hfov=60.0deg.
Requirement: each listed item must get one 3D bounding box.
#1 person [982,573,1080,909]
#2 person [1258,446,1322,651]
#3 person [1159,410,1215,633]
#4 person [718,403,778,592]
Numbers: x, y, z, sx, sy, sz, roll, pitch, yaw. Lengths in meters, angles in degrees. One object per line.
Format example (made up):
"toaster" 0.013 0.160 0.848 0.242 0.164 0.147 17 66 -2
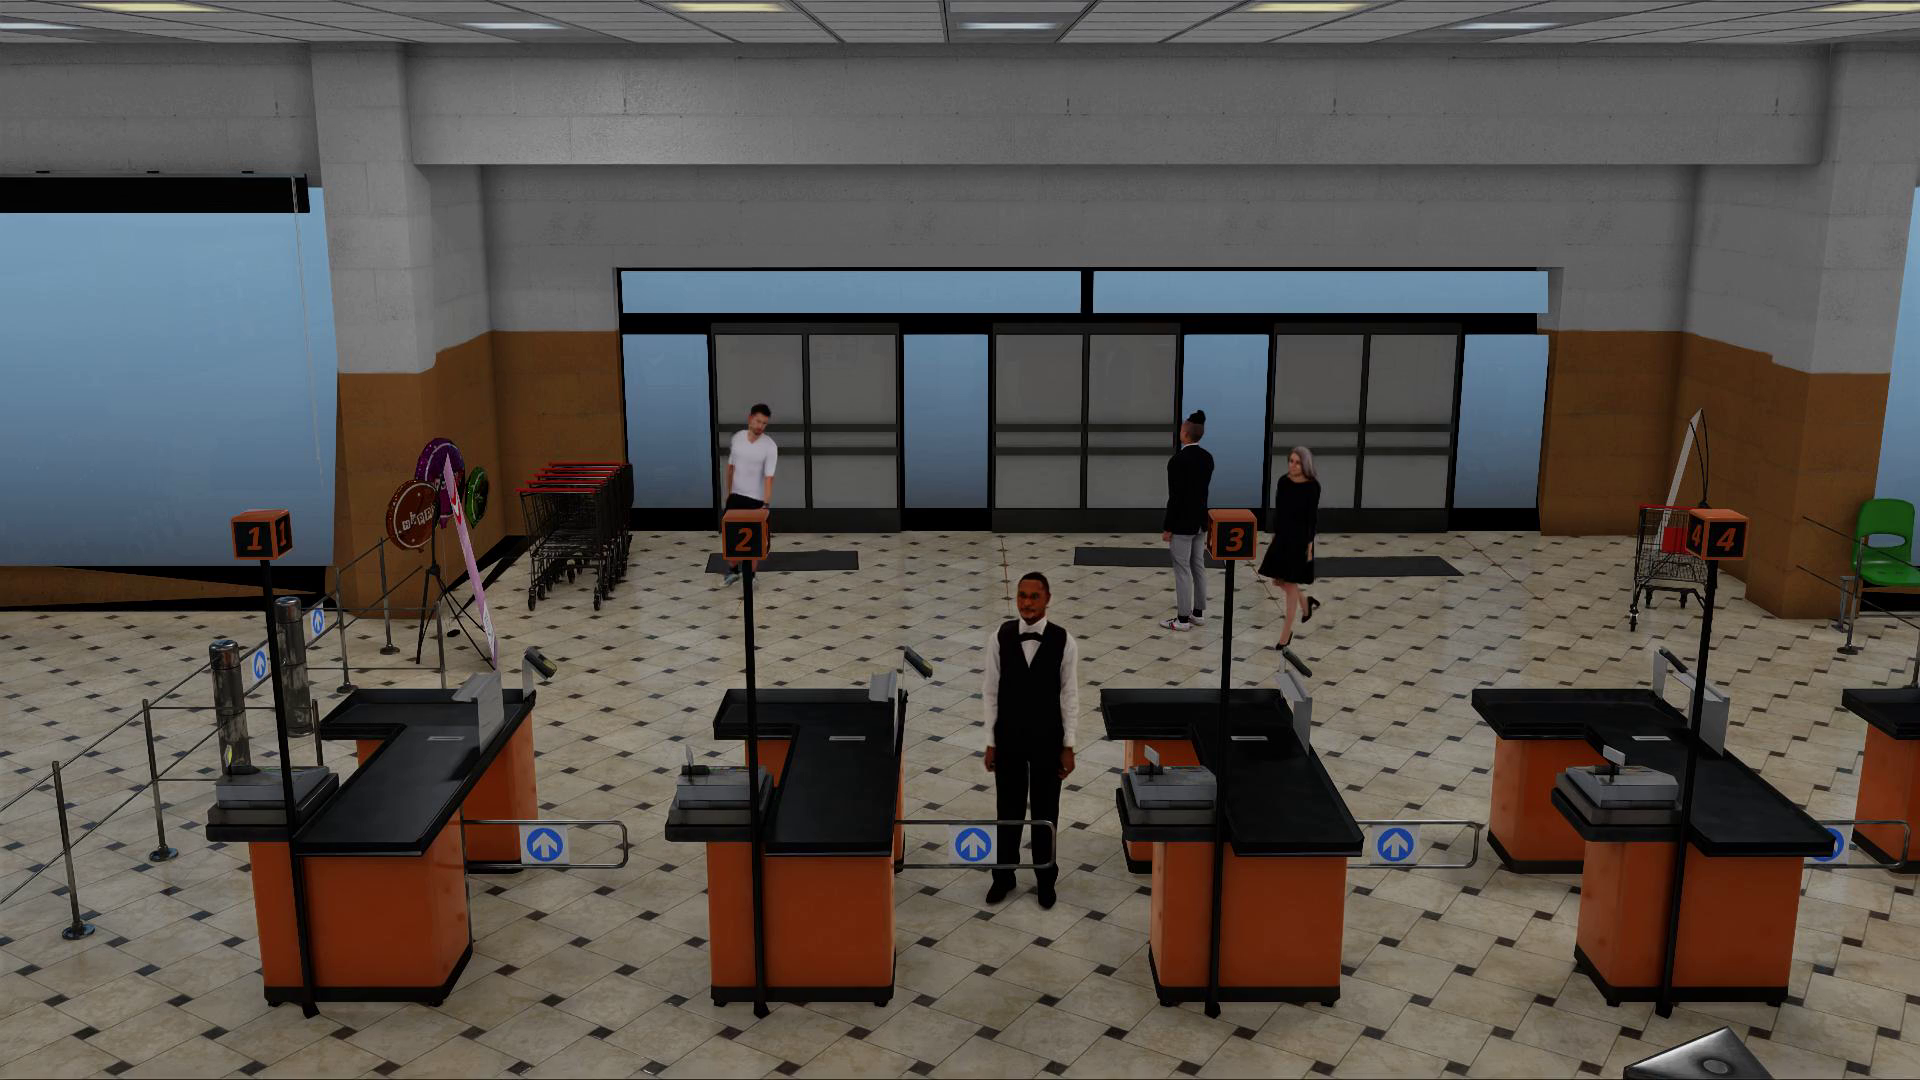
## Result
"person" 0.395 1.103 9.324 0.737 1.918 0.659 3 14 12
"person" 2.854 0.055 14.042 0.943 1.732 0.896 -12 18 -41
"person" 2.006 -0.181 14.553 0.845 1.950 0.785 13 19 43
"person" -2.009 -0.395 15.748 0.839 1.802 0.751 9 16 33
